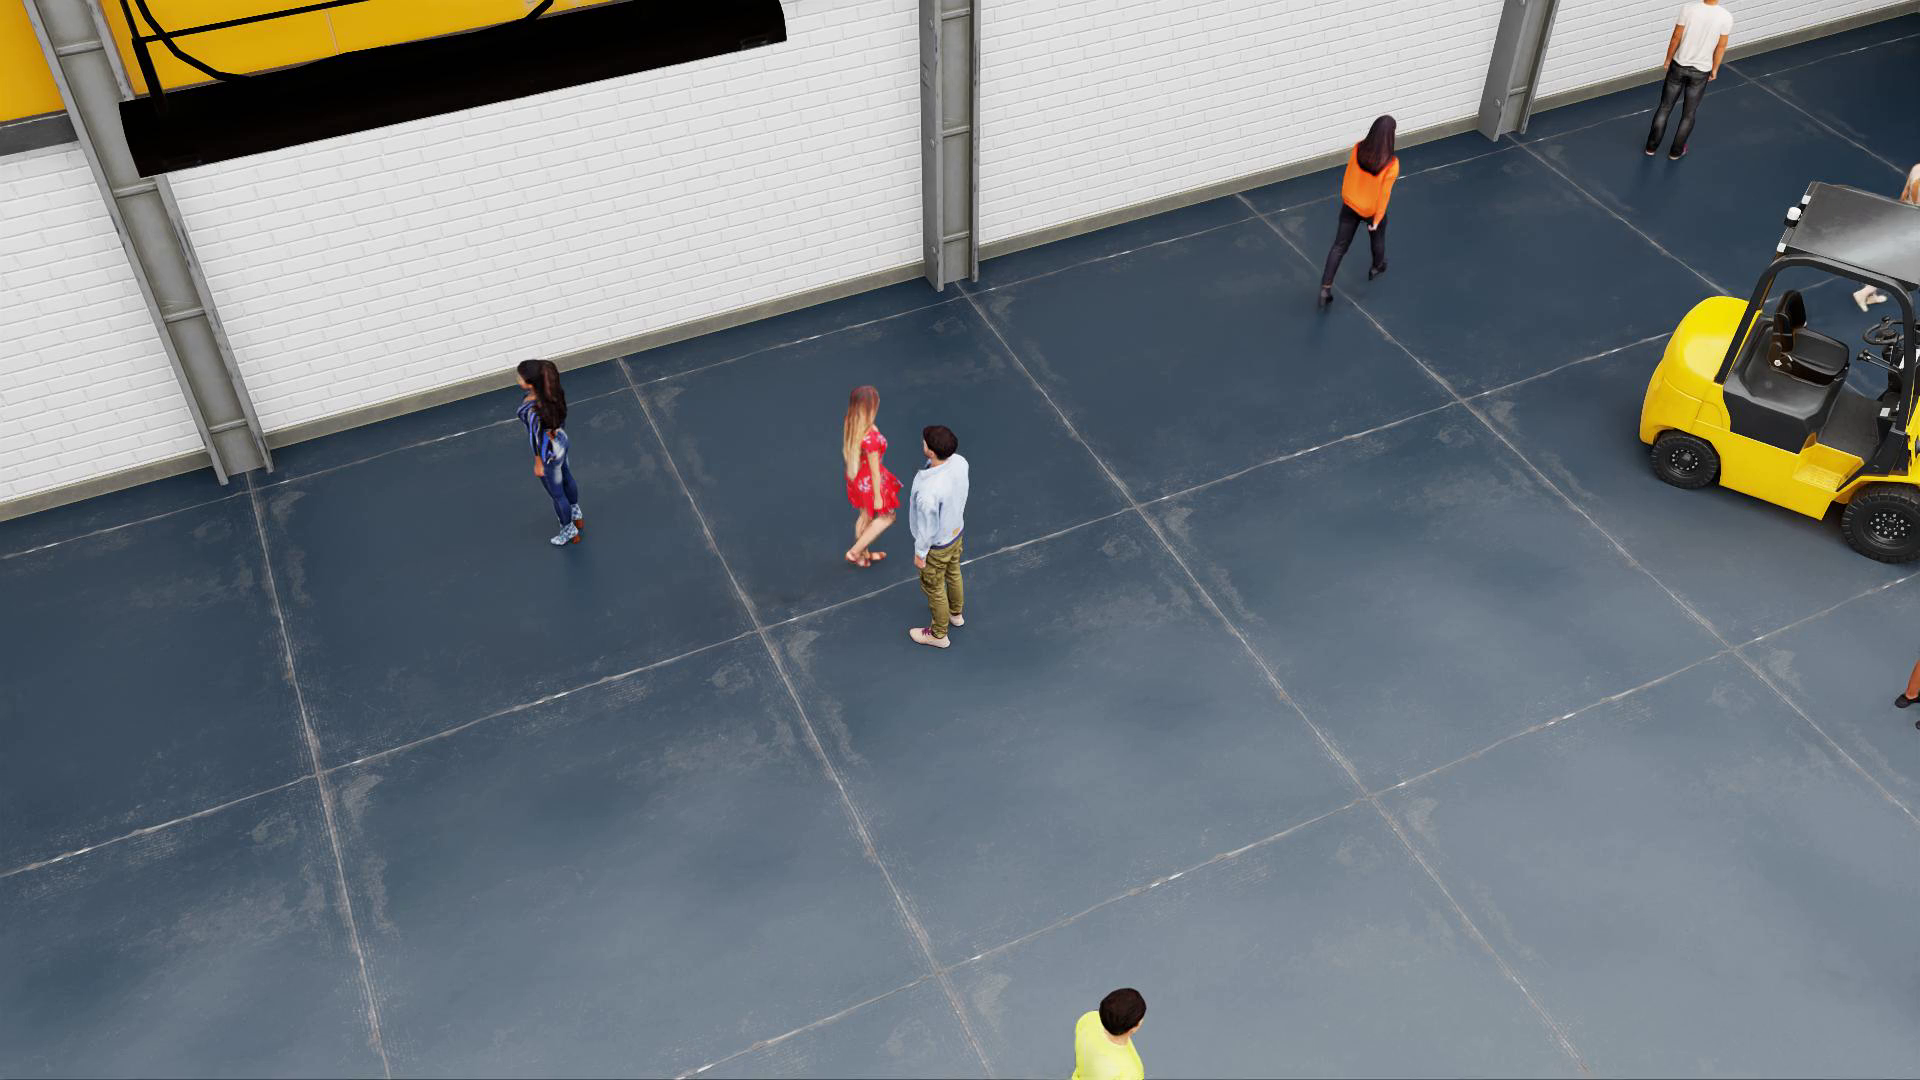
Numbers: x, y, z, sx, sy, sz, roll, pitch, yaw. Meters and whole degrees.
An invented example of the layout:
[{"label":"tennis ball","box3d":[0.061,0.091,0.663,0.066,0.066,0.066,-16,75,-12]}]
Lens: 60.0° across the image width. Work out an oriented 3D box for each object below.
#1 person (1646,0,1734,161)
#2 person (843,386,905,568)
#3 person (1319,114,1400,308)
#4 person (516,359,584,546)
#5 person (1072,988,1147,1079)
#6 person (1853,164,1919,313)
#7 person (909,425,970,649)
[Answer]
[{"label":"person","box3d":[6.842,-4.439,15.579,0.717,1.803,0.734,21,48,21]},{"label":"person","box3d":[-0.722,-0.376,11.476,0.697,1.581,0.598,-21,47,-20]},{"label":"person","box3d":[3.294,-2.695,13.828,0.931,1.694,1.222,32,52,29]},{"label":"person","box3d":[-2.887,-0.628,11.722,0.712,1.606,0.694,4,44,5]},{"label":"person","box3d":[0.644,2.762,8.123,1.101,1.663,0.771,-27,50,-25]},{"label":"person","box3d":[7.762,-2.575,13.748,0.759,1.631,0.623,-11,45,-11]},{"label":"person","box3d":[-0.129,-0.029,10.945,0.821,1.812,0.721,21,47,20]}]
